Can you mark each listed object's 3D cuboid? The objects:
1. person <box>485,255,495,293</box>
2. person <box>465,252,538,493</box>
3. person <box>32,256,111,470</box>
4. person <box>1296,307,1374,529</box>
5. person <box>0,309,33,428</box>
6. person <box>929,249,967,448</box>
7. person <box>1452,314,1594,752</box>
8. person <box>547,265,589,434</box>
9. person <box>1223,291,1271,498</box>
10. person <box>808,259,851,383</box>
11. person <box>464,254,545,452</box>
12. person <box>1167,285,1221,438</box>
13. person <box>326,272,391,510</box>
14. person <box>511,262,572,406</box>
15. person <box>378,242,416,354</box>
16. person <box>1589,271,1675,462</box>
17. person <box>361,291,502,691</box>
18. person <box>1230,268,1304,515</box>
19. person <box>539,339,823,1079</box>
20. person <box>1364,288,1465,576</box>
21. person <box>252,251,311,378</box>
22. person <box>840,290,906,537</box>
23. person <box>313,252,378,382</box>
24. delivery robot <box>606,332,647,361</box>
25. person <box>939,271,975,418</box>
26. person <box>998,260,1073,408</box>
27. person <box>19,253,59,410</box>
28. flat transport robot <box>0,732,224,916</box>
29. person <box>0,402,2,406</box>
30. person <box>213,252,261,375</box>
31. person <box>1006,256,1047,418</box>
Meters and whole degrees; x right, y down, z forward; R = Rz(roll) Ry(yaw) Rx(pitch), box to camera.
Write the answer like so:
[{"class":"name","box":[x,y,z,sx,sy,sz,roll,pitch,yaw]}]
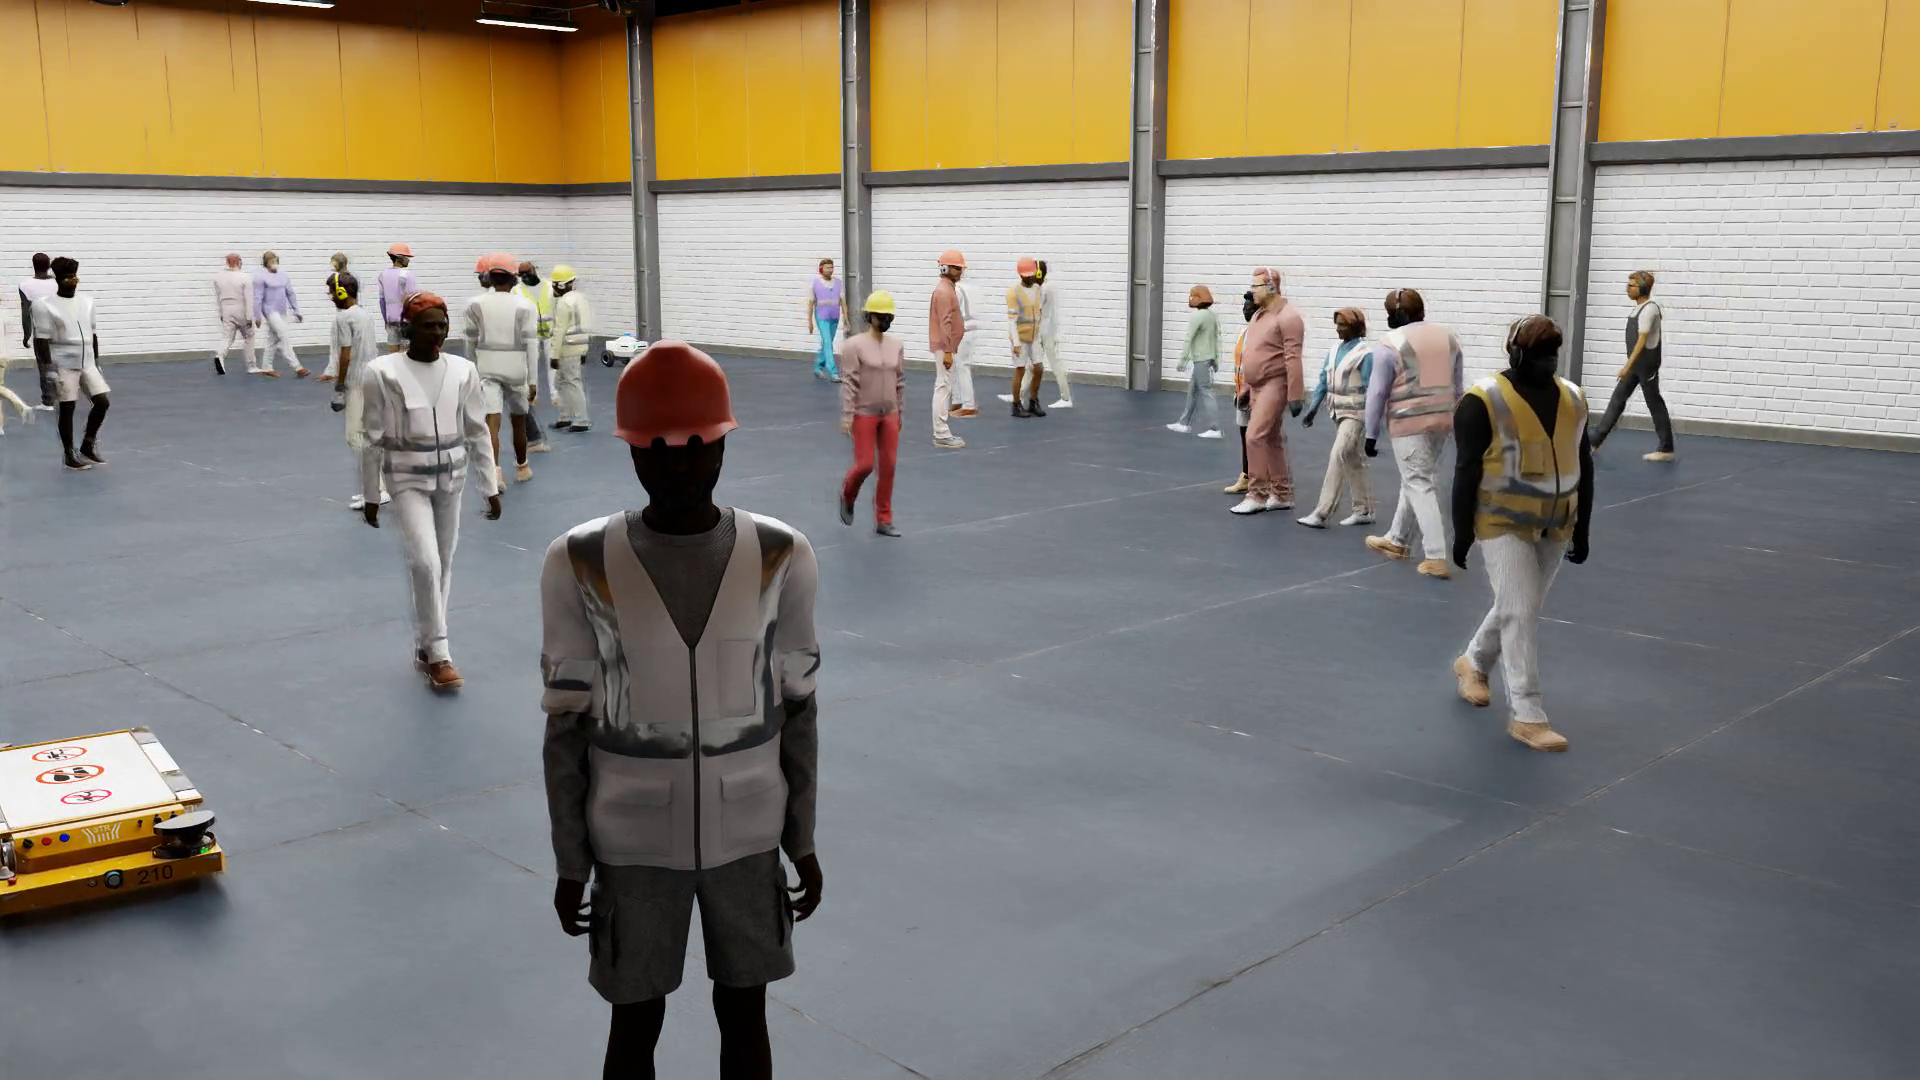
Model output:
[{"class":"person","box":[-6.246,-2.906,22.474,0.313,1.864,0.530,-5,11,-24]},{"class":"person","box":[-3.835,-1.403,13.942,0.632,1.992,1.052,-1,10,-5]},{"class":"person","box":[-8.017,-1.590,15.074,0.484,1.942,0.643,5,12,26]},{"class":"person","box":[2.715,-0.872,12.080,0.781,1.605,0.525,-3,11,-16]},{"class":"person","box":[-10.303,-1.926,17.776,0.495,1.618,0.520,1,10,4]},{"class":"person","box":[-0.118,-1.932,16.815,0.391,1.991,0.612,0,10,0]},{"class":"person","box":[2.404,-0.074,7.193,0.633,1.812,0.901,-3,11,-18]},{"class":"person","box":[-4.286,-2.029,17.821,0.640,1.810,0.626,0,10,3]},{"class":"person","box":[2.391,-1.179,13.514,0.319,1.696,0.532,-5,11,-23]},{"class":"person","box":[-1.959,-3.223,24.407,0.573,1.804,0.972,-8,13,-37]},{"class":"person","box":[-4.579,-1.826,16.378,1.024,1.940,0.623,1,10,6]},{"class":"person","box":[2.469,-1.891,17.656,0.789,1.600,0.506,6,12,31]},{"class":"person","box":[-4.691,-1.171,13.064,0.535,1.848,0.740,1,10,3]},{"class":"person","box":[-5.211,-2.551,20.716,0.704,1.807,0.433,-3,11,-14]},{"class":"person","box":[-7.467,-2.952,22.243,0.609,2.040,0.395,5,12,26]},{"class":"person","box":[6.324,-1.628,15.686,0.997,1.787,0.517,1,10,3]},{"class":"person","box":[-2.450,-0.227,7.852,0.601,1.859,0.786,-10,14,-42]},{"class":"person","box":[2.269,-1.135,12.774,0.730,1.877,0.659,-3,11,-14]},{"class":"person","box":[-0.532,0.578,3.275,0.548,1.937,0.358,-3,11,-16]},{"class":"person","box":[2.886,-0.697,10.616,0.651,1.788,0.939,-5,12,-27]},{"class":"person","box":[-10.099,-3.329,24.723,0.912,1.879,0.620,2,11,12]},{"class":"person","box":[-0.626,-0.898,11.826,0.543,1.753,0.466,-8,13,-37]},{"class":"person","box":[-8.932,-3.252,24.325,1.022,1.894,0.628,-7,12,-33]},{"class":"delivery robot","box":[-5.406,-3.124,26.979,0.707,0.478,0.477,7,13,34]},{"class":"person","box":[-0.052,-2.342,19.402,0.545,1.859,0.586,0,10,0]},{"class":"person","box":[0.966,-2.531,20.560,0.949,1.816,0.488,0,10,1]},{"class":"person","box":[-11.147,-2.543,20.342,0.392,1.920,0.588,9,14,42]},{"class":"flat transport robot","box":[-3.108,0.937,5.866,0.652,0.197,1.431,-7,13,-35]},{"class":"person","box":[-12.216,-2.643,20.555,0.539,2.000,0.689,3,11,18]},{"class":"person","box":[-11.128,-3.471,25.513,0.646,1.883,0.837,1,10,6]},{"class":"person","box":[0.757,-2.345,19.351,0.587,1.885,0.573,-9,14,-40]}]
